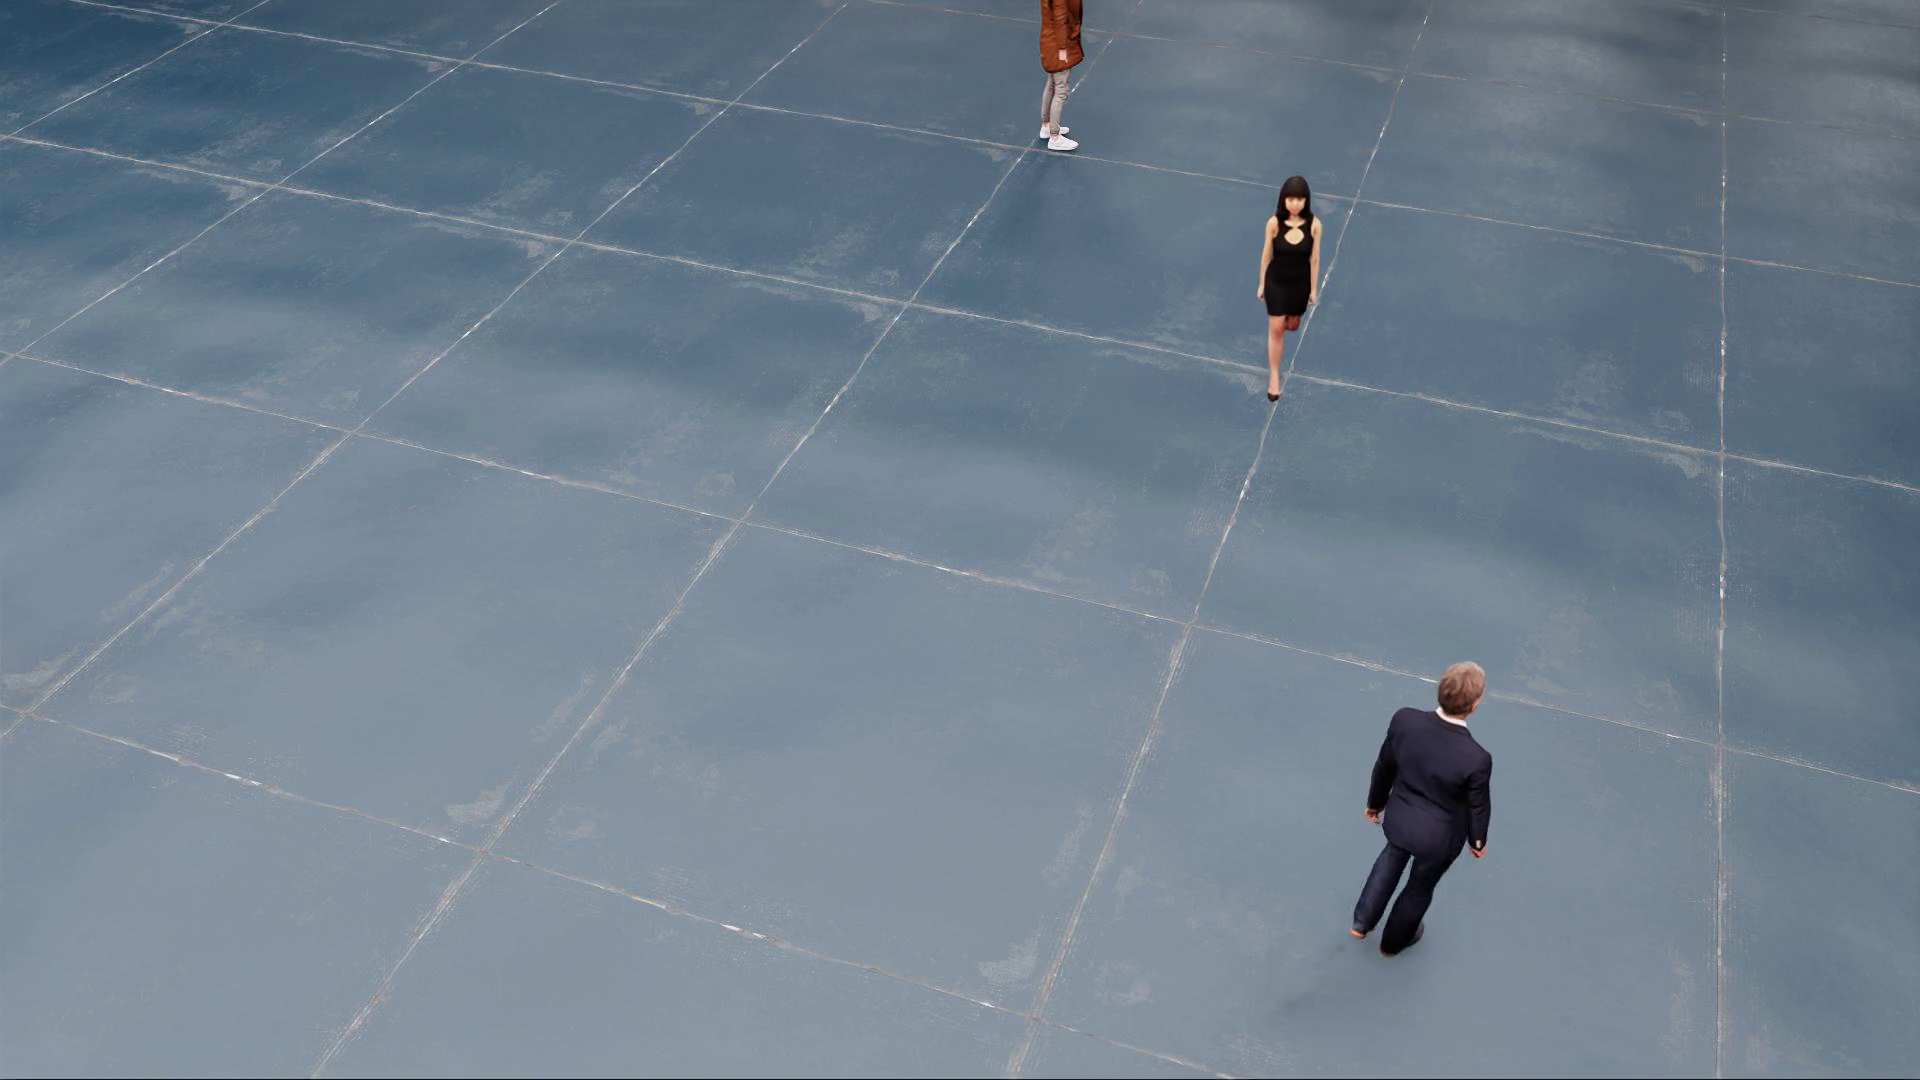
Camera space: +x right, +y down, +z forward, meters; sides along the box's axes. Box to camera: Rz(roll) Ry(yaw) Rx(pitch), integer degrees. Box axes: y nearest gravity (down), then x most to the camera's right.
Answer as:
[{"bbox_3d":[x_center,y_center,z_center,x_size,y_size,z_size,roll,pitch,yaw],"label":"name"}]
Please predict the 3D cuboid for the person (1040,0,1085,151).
[{"bbox_3d":[0.877,-4.409,14.804,0.909,1.837,0.821,-7,39,-8],"label":"person"}]

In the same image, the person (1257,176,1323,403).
[{"bbox_3d":[2.294,-1.805,11.646,0.726,1.627,1.007,4,38,5],"label":"person"}]

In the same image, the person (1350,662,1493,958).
[{"bbox_3d":[2.061,1.296,7.540,0.854,1.801,0.819,-28,46,-31],"label":"person"}]
